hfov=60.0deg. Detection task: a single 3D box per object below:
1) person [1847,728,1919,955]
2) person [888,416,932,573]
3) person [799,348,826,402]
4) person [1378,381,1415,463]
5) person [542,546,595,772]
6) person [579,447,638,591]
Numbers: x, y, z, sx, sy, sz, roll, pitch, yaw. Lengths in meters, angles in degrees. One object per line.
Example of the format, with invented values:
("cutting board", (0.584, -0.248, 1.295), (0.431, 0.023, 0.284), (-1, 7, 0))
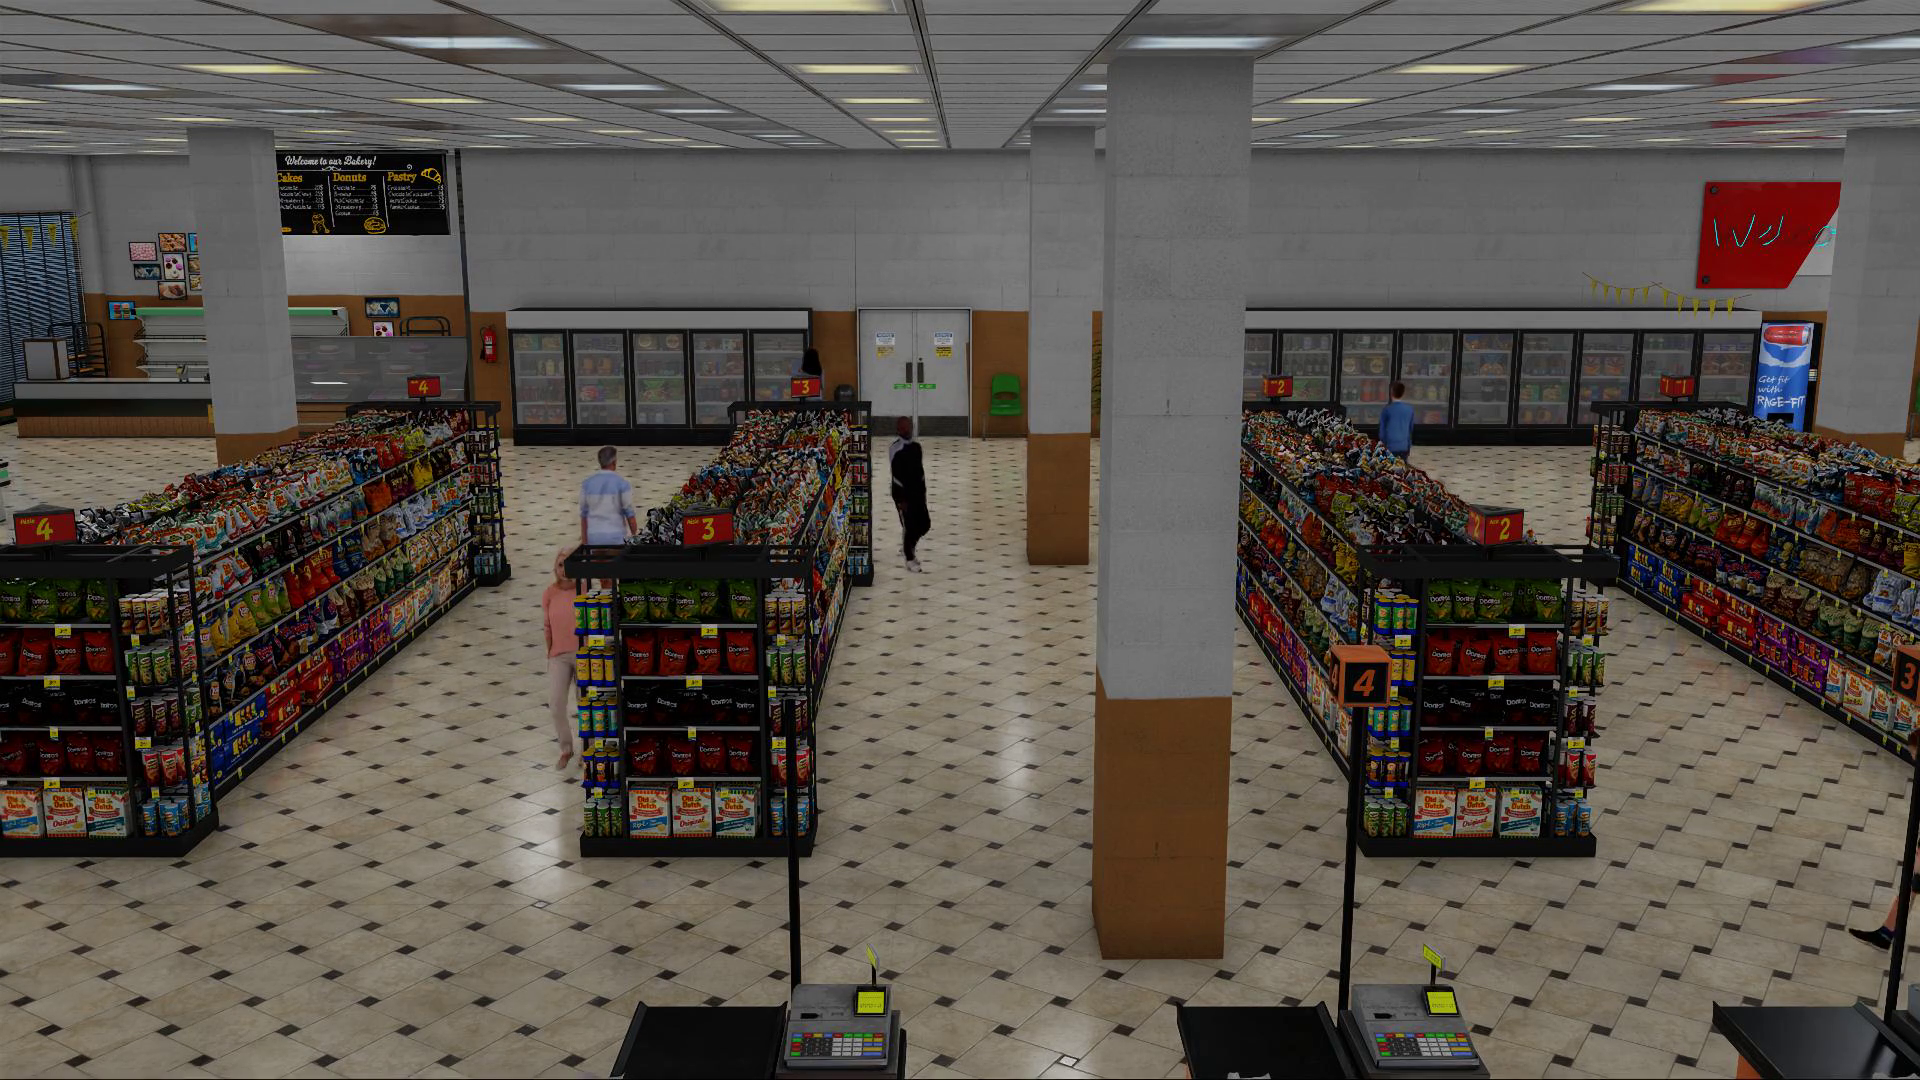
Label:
("person", (5.504, 1.739, 9.206), (0.910, 1.414, 0.990), (8, 14, 33))
("person", (-0.650, -0.539, 19.073), (0.904, 1.806, 0.848), (10, 15, 39))
("person", (-2.419, -2.307, 27.741), (0.918, 1.694, 1.216), (-4, 13, -20))
("person", (5.865, -1.223, 22.324), (0.701, 1.805, 0.775), (-2, 12, -8))
("person", (-2.901, 0.872, 12.606), (0.592, 1.708, 0.628), (0, 12, -2))
("person", (-3.531, 0.009, 16.503), (0.844, 1.792, 1.105), (2, 12, 12))
